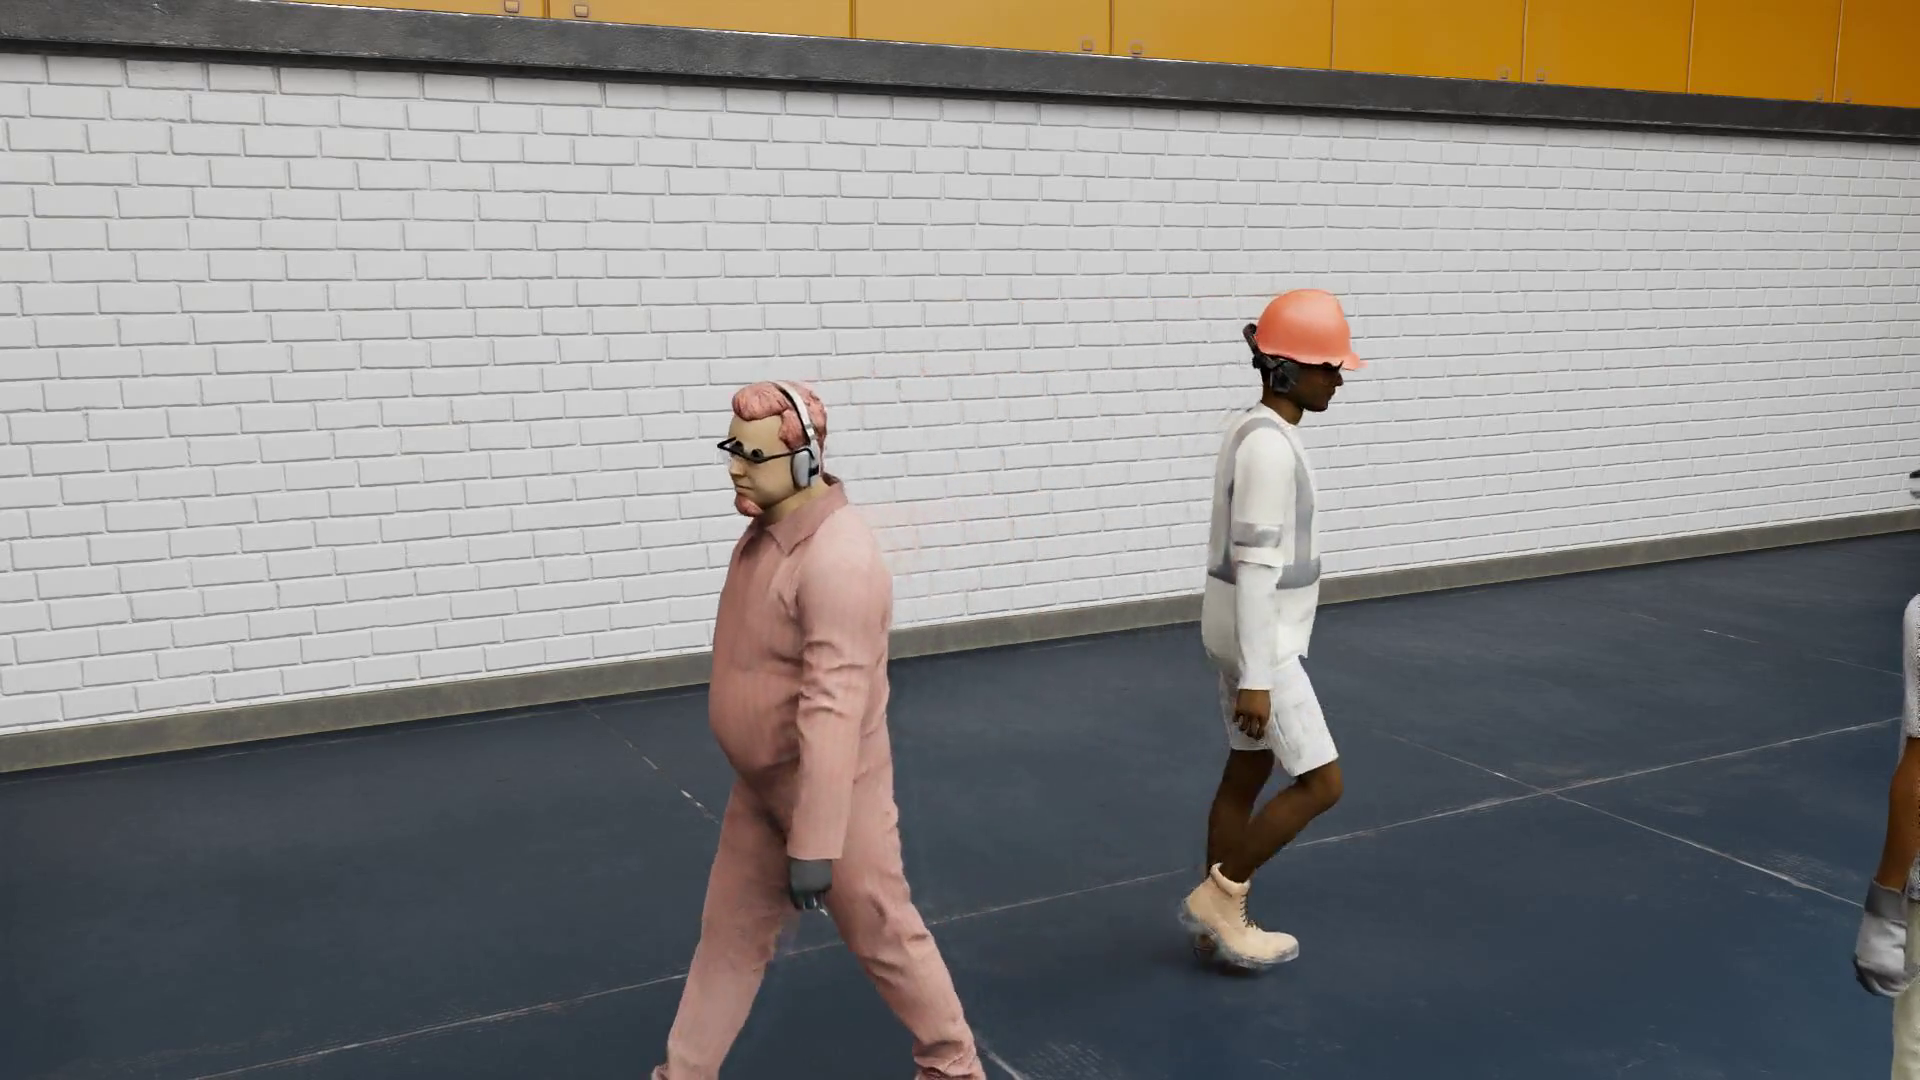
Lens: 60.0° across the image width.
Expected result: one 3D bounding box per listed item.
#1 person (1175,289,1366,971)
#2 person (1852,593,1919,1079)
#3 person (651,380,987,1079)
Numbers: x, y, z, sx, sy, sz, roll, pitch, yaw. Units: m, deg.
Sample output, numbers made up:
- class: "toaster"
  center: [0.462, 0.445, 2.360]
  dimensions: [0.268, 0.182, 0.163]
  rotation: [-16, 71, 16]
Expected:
- class: "person"
  center: [0.895, 0.297, 4.796]
  dimensions: [0.478, 2.019, 0.738]
  rotation: [1, 10, 7]
- class: "person"
  center: [1.909, 0.663, 3.167]
  dimensions: [0.534, 1.858, 0.343]
  rotation: [-4, 11, -22]
- class: "person"
  center: [-0.371, 0.559, 3.796]
  dimensions: [1.032, 1.848, 0.662]
  rotation: [-4, 11, -24]
